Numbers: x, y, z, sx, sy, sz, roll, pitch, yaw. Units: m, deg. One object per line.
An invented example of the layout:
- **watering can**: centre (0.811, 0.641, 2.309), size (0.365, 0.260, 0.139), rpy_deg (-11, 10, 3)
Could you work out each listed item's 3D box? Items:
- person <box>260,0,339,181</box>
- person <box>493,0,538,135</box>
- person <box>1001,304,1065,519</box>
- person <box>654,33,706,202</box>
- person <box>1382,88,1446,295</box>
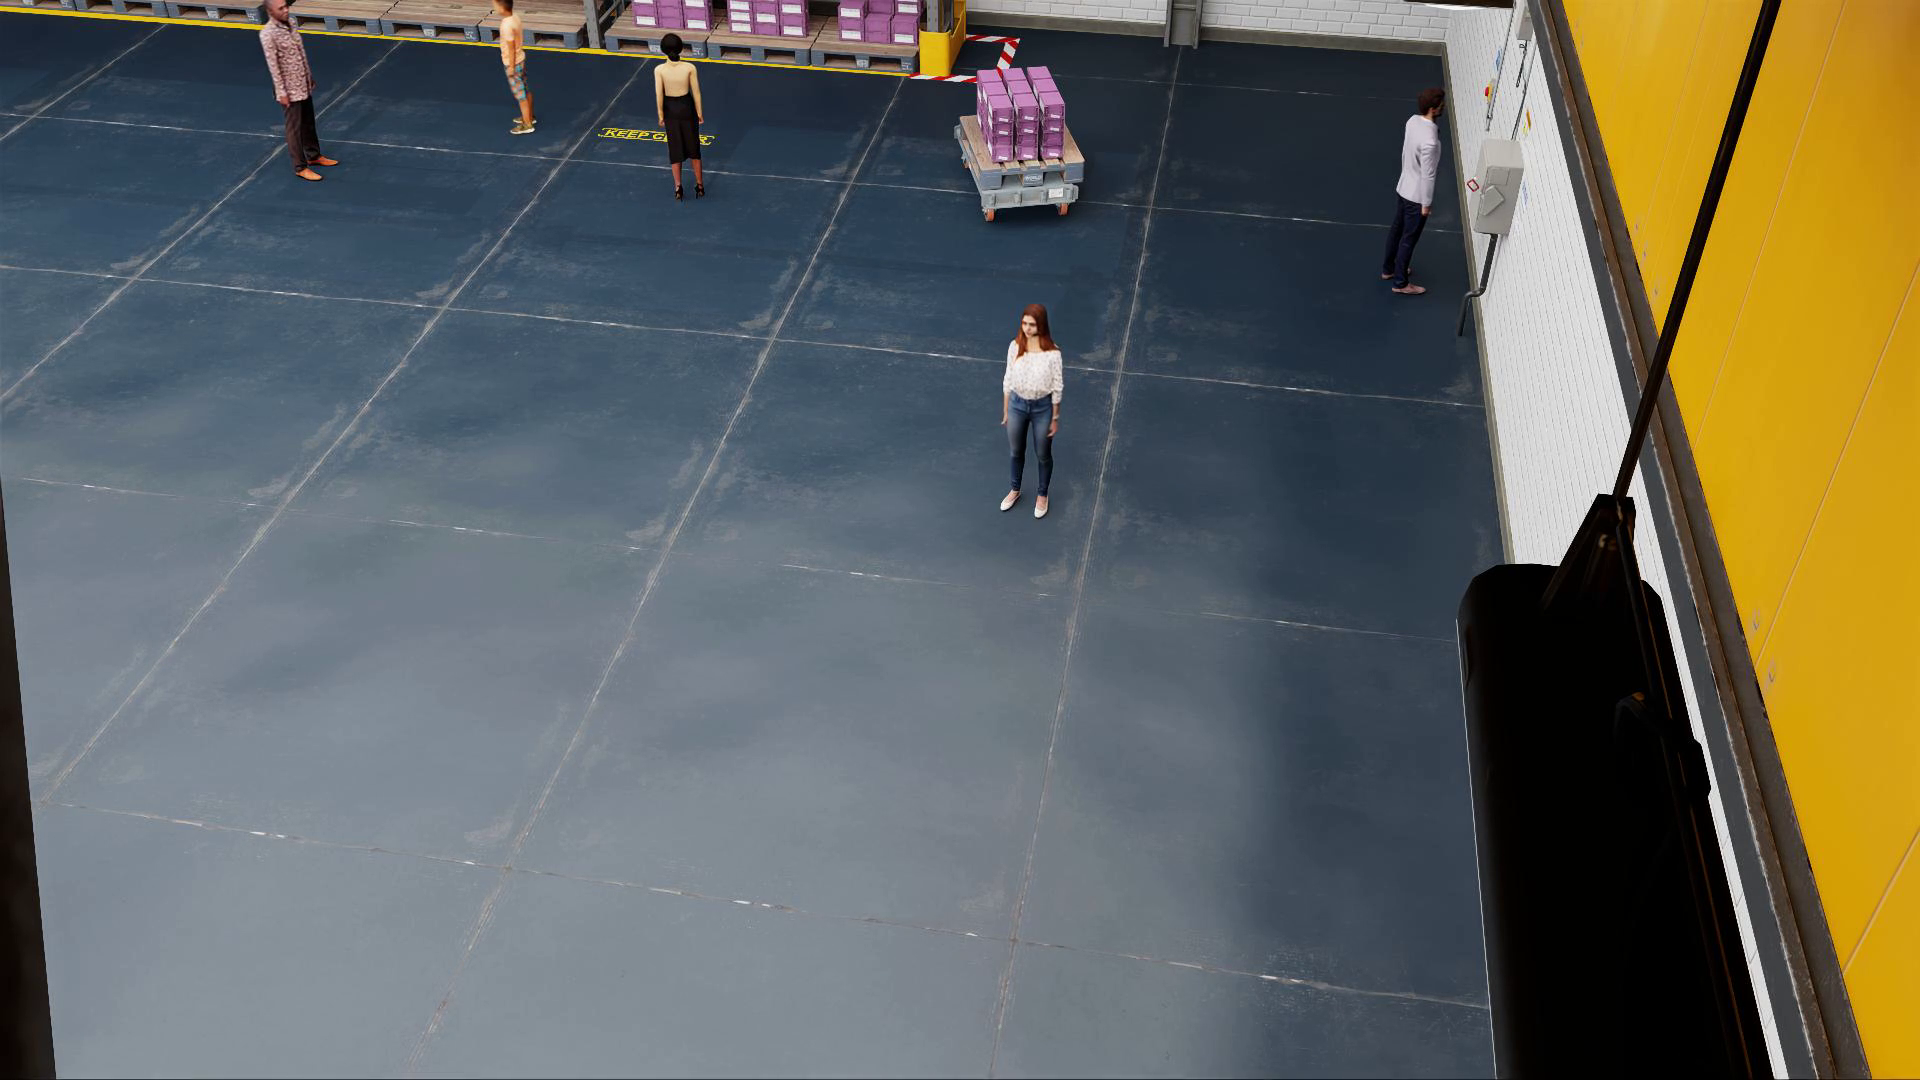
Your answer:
- **person**: centre (-6.540, -4.464, 16.302), size (0.575, 1.807, 0.691), rpy_deg (8, 39, 10)
- **person**: centre (-4.593, -4.950, 17.187), size (0.550, 1.461, 0.564), rpy_deg (-2, 39, -2)
- **person**: centre (0.519, -0.939, 11.953), size (0.493, 1.728, 0.673), rpy_deg (13, 40, 16)
- **person**: centre (-2.677, -4.040, 15.894), size (0.592, 1.653, 0.714), rpy_deg (-7, 39, -9)
- **person**: centre (3.967, -3.058, 14.505), size (0.690, 1.853, 0.742), rpy_deg (-5, 39, -6)
